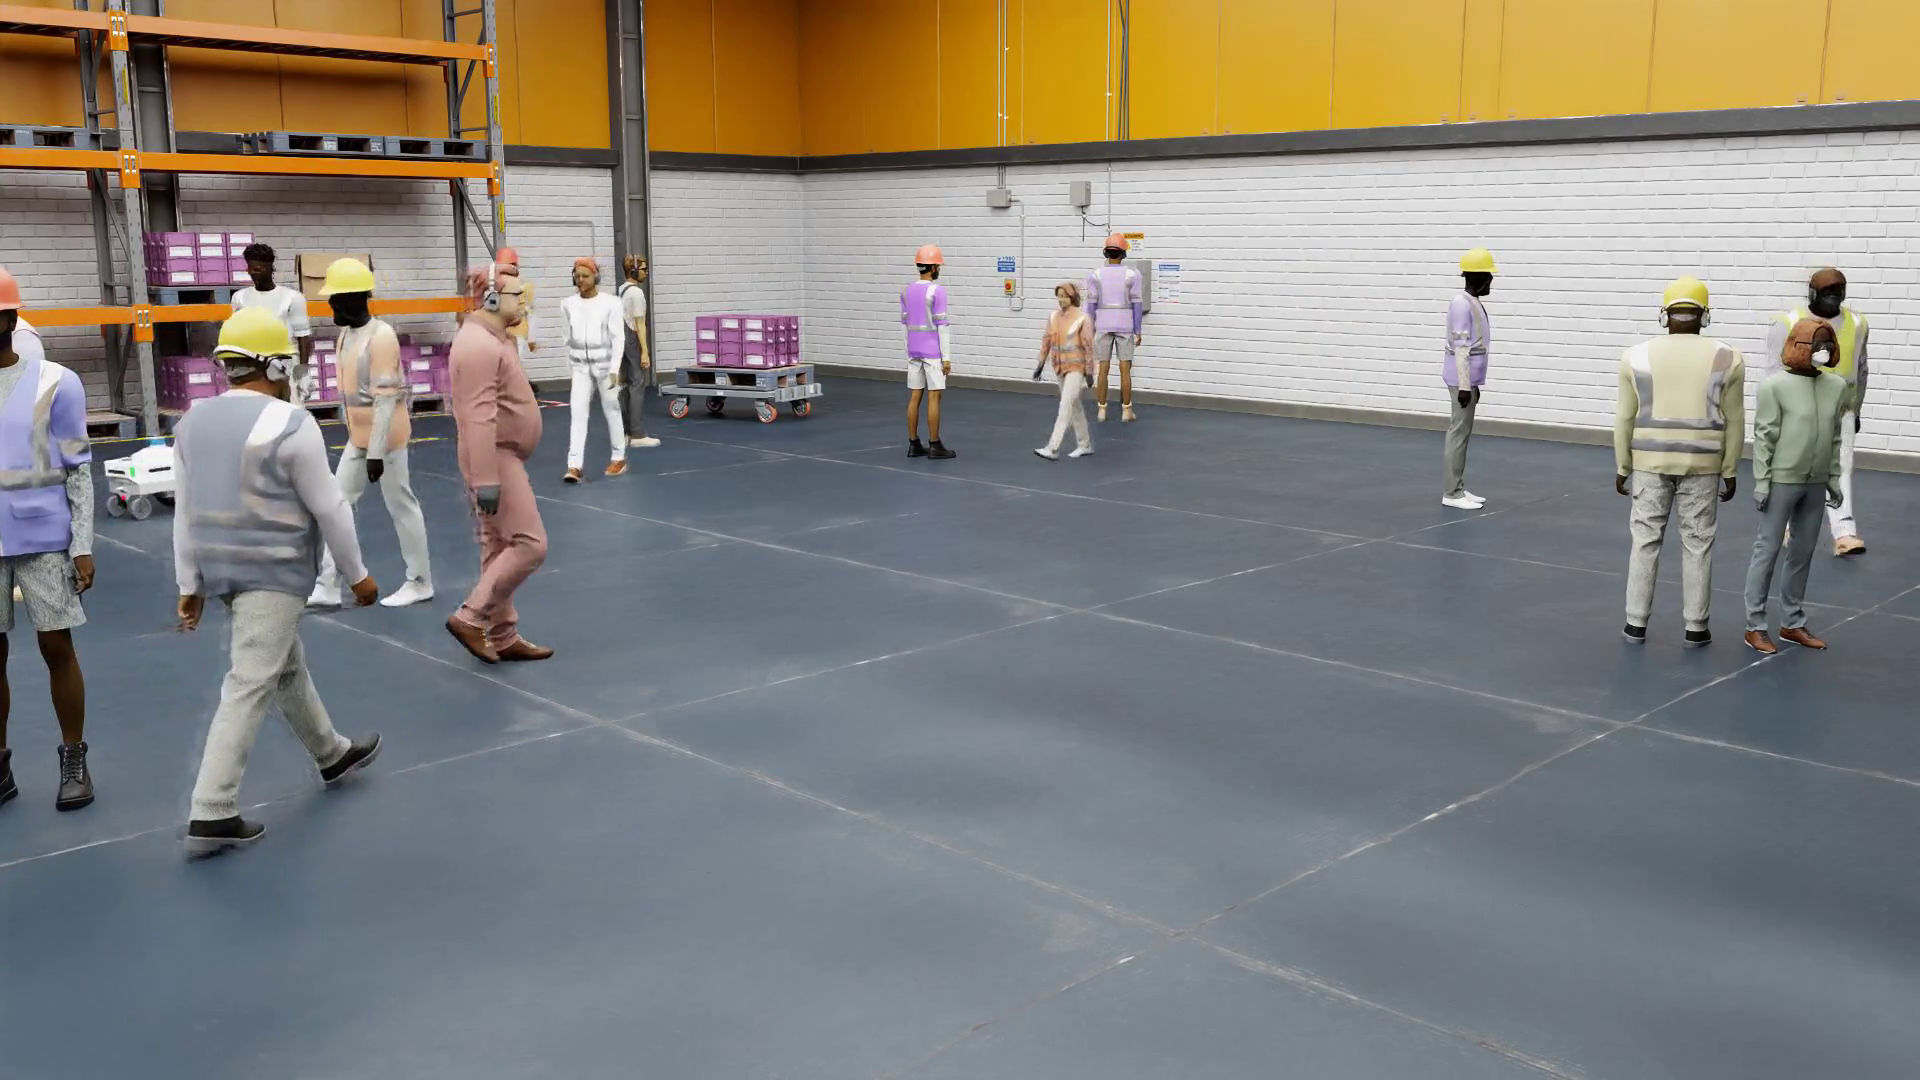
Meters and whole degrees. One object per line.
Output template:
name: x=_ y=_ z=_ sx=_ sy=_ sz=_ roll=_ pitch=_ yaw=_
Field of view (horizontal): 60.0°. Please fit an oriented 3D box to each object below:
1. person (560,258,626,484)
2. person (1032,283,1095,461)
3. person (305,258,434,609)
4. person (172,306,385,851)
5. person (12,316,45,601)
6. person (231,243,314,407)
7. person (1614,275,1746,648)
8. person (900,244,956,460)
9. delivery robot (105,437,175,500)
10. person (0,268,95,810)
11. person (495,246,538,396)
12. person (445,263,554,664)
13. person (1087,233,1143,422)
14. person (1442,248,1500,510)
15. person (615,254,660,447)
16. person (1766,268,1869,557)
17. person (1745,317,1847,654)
person: x=-3.019 y=-1.397 z=13.745 sx=0.581 sy=1.838 sz=0.974 roll=2 pitch=11 yaw=8
person: x=0.922 y=-1.501 z=14.955 sx=0.862 sy=1.595 sz=0.533 roll=-8 pitch=13 yaw=-37
person: x=-3.236 y=-0.534 z=8.847 sx=0.885 sy=1.887 sz=0.616 roll=-10 pitch=14 yaw=-43
person: x=-2.360 y=0.108 z=5.680 sx=0.582 sy=1.779 sz=0.988 roll=6 pitch=12 yaw=28
person: x=-5.369 y=-0.581 z=9.257 sx=0.625 sy=1.844 sz=0.429 roll=4 pitch=11 yaw=21
person: x=-5.398 y=-1.338 z=13.081 sx=0.685 sy=1.958 sz=0.434 roll=1 pitch=10 yaw=3
person: x=3.527 y=-0.378 z=8.184 sx=0.587 sy=1.828 sz=0.404 roll=5 pitch=11 yaw=24
person: x=-0.285 y=-1.698 z=15.086 sx=0.545 sy=1.938 sz=0.362 roll=9 pitch=14 yaw=41
delivery robot: x=-5.837 y=-0.511 z=12.128 sx=0.477 sy=0.478 sz=0.707 roll=5 pitch=12 yaw=27
person: x=-3.316 y=0.004 z=5.805 sx=0.548 sy=1.938 sz=0.358 roll=-3 pitch=11 yaw=-16
person: x=-4.956 y=-2.324 z=18.581 sx=0.541 sy=1.911 sz=0.732 roll=4 pitch=11 yaw=22
person: x=-2.131 y=-0.336 z=7.768 sx=0.425 sy=1.892 sz=0.674 roll=-2 pitch=11 yaw=-12
person: x=1.682 y=-2.301 z=18.082 sx=0.605 sy=2.045 sz=0.379 roll=2 pitch=11 yaw=13
person: x=3.793 y=-1.200 z=12.399 sx=0.370 sy=1.927 sz=0.588 roll=4 pitch=11 yaw=22
person: x=-3.131 y=-1.817 z=15.986 sx=0.326 sy=1.843 sz=0.517 roll=-7 pitch=13 yaw=-34
person: x=5.443 y=-0.794 z=10.507 sx=0.663 sy=1.805 sz=0.879 roll=1 pitch=10 yaw=5
person: x=4.078 y=-0.265 z=8.103 sx=0.503 sy=1.633 sz=0.280 roll=-3 pitch=11 yaw=-16
